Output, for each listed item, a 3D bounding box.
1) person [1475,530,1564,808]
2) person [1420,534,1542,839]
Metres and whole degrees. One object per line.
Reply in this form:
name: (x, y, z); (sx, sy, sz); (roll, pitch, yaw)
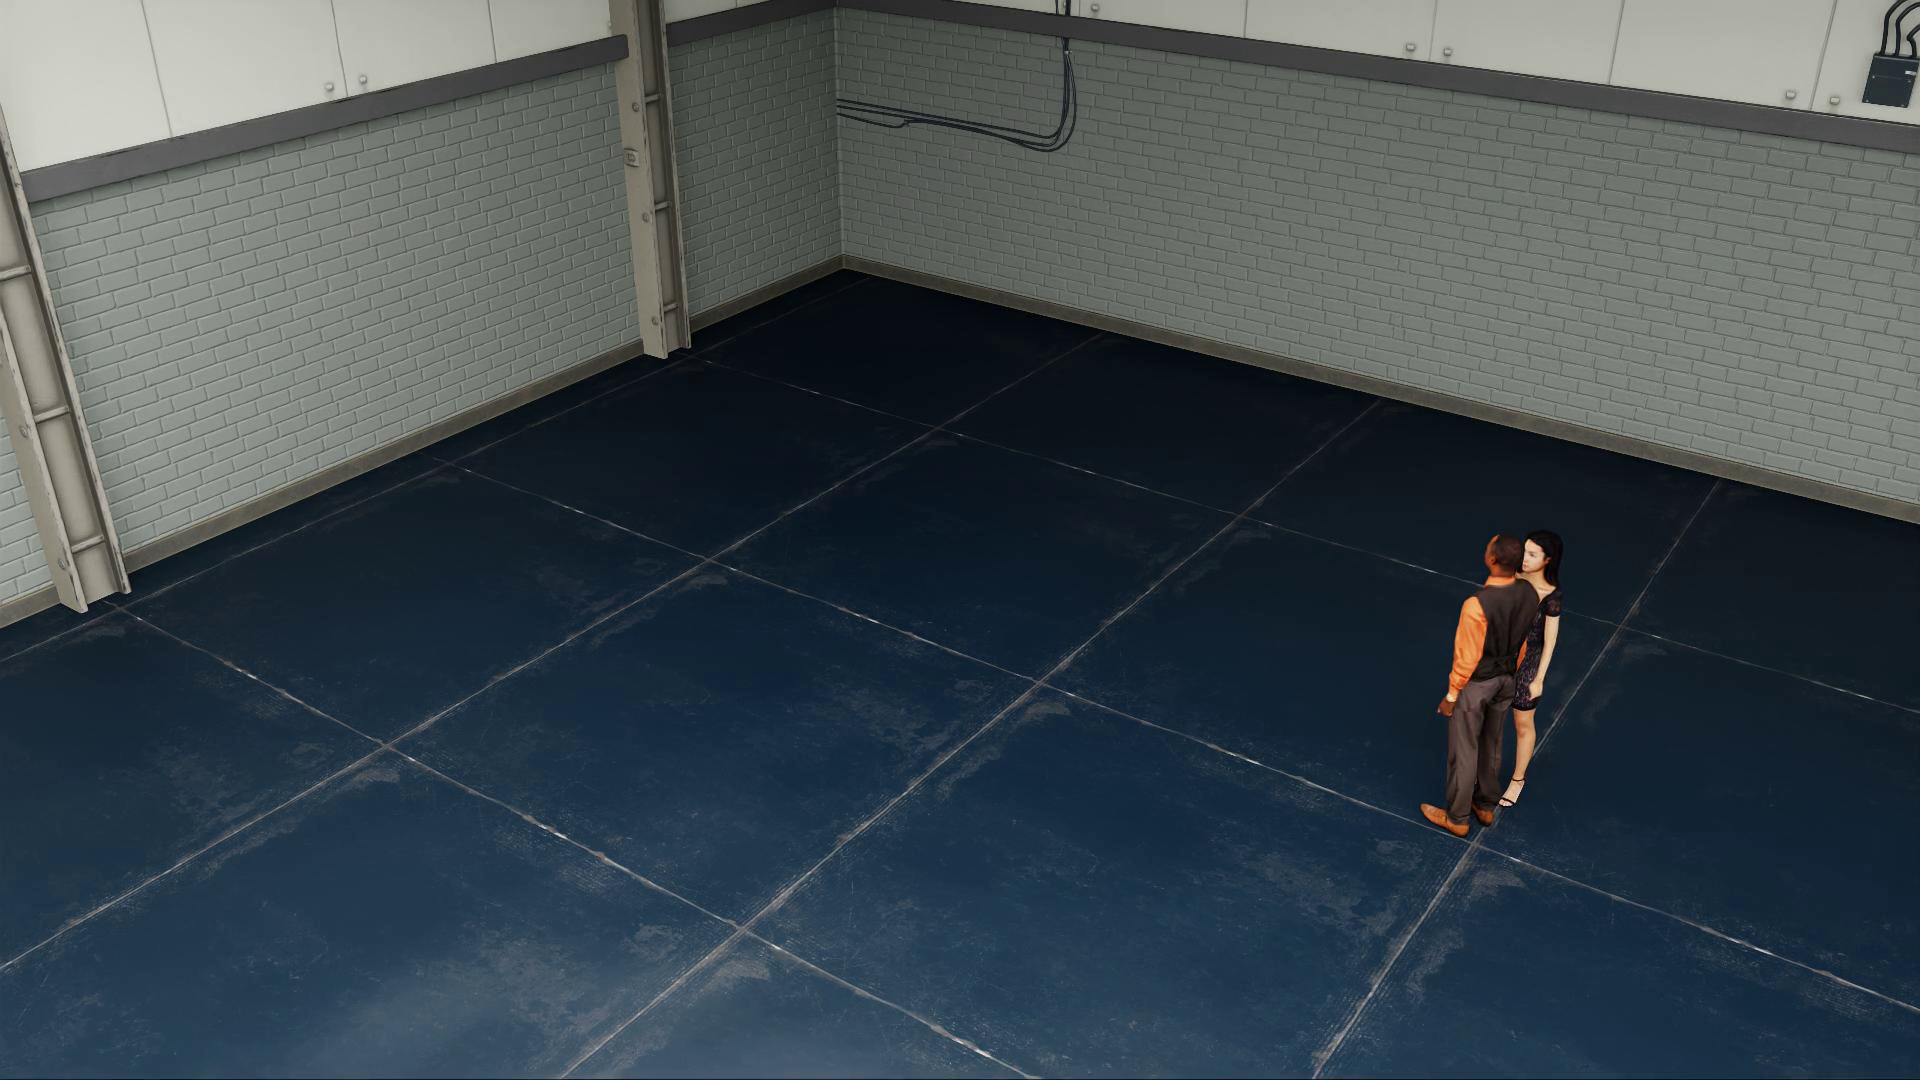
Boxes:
person: (3.255, 0.741, 9.703); (0.607, 1.792, 0.653); (-18, 33, -30)
person: (2.977, 0.823, 9.426); (0.715, 1.908, 0.844); (-14, 31, -25)
